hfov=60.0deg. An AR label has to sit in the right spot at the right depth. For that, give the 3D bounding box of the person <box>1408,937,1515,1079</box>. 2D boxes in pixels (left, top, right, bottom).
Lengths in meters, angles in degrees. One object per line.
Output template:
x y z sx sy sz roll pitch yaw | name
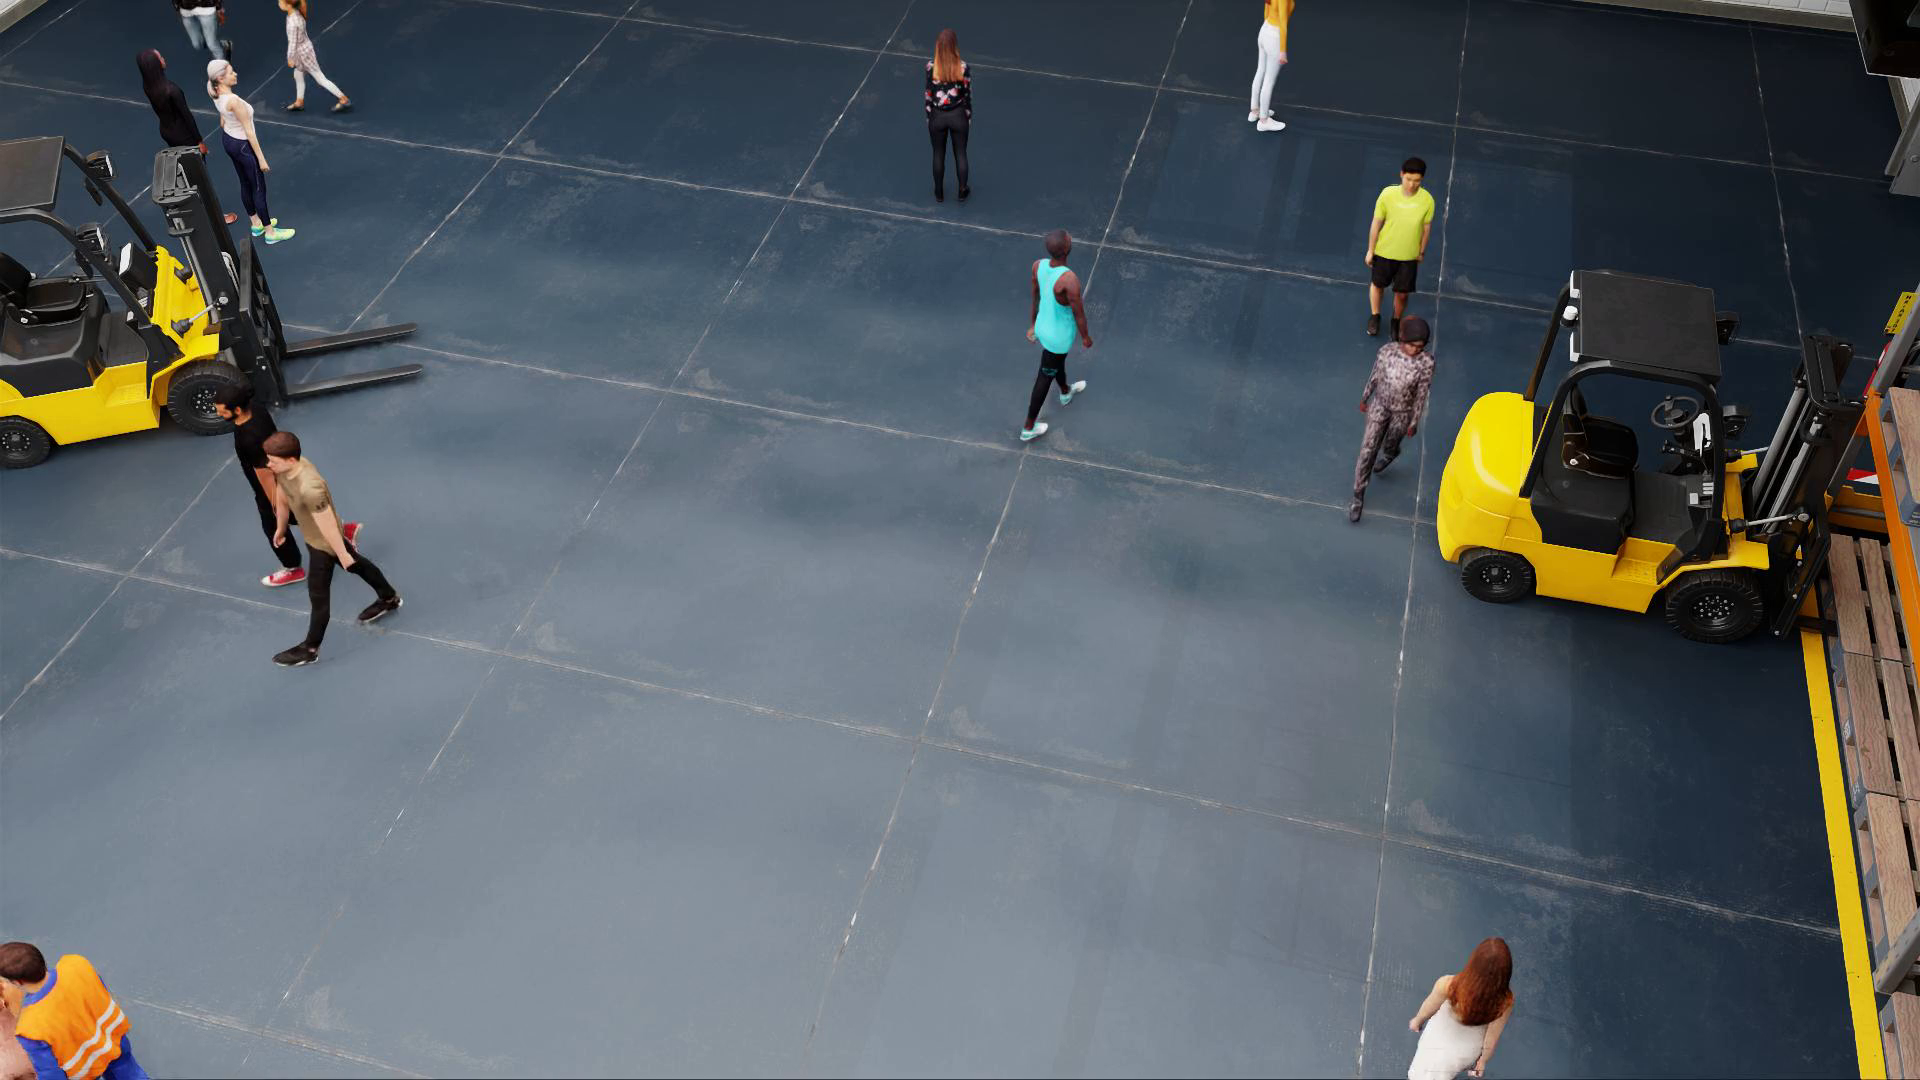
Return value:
2.464 2.620 8.328 0.694 1.669 1.221 3 44 3 | person

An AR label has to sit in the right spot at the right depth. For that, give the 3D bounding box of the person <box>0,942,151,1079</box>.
-4.270 2.576 8.246 0.805 1.845 0.669 11 45 11 | person

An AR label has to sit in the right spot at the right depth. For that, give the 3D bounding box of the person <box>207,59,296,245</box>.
-6.319 -3.428 14.653 0.685 1.701 0.682 31 52 28 | person

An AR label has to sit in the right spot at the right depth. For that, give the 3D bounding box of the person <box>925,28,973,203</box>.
-0.103 -3.846 15.105 0.609 1.683 0.570 2 44 3 | person

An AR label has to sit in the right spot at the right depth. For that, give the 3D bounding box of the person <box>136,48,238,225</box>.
-6.927 -3.582 14.800 0.667 1.720 0.610 23 48 22 | person

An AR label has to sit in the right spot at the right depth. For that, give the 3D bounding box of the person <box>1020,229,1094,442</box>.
0.638 -1.505 12.574 1.120 1.785 0.980 -29 51 -27 | person

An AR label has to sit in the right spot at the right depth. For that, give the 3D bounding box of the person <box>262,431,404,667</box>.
-4.134 -0.048 11.033 1.277 1.801 1.144 -27 50 -25 | person

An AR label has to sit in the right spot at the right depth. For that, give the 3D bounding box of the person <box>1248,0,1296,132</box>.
3.016 -4.813 16.071 0.741 1.750 0.643 -9 44 -9 | person

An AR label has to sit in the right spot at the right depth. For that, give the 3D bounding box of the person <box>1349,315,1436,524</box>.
3.174 -0.959 12.074 0.811 1.683 1.109 25 49 24 | person

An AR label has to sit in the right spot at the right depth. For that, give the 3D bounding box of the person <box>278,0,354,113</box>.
-6.395 -4.781 16.379 0.835 1.279 0.942 -6 44 -7 | person

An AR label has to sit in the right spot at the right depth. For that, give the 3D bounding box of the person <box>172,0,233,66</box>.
-7.558 -5.365 16.615 0.783 1.799 1.013 2 44 2 | person

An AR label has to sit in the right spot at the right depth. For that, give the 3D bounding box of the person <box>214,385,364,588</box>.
-4.638 -0.403 11.455 1.064 1.732 1.066 -15 46 -15 | person

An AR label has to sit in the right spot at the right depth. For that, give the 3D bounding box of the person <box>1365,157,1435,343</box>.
3.578 -2.429 13.608 0.619 1.695 0.638 12 45 13 | person
